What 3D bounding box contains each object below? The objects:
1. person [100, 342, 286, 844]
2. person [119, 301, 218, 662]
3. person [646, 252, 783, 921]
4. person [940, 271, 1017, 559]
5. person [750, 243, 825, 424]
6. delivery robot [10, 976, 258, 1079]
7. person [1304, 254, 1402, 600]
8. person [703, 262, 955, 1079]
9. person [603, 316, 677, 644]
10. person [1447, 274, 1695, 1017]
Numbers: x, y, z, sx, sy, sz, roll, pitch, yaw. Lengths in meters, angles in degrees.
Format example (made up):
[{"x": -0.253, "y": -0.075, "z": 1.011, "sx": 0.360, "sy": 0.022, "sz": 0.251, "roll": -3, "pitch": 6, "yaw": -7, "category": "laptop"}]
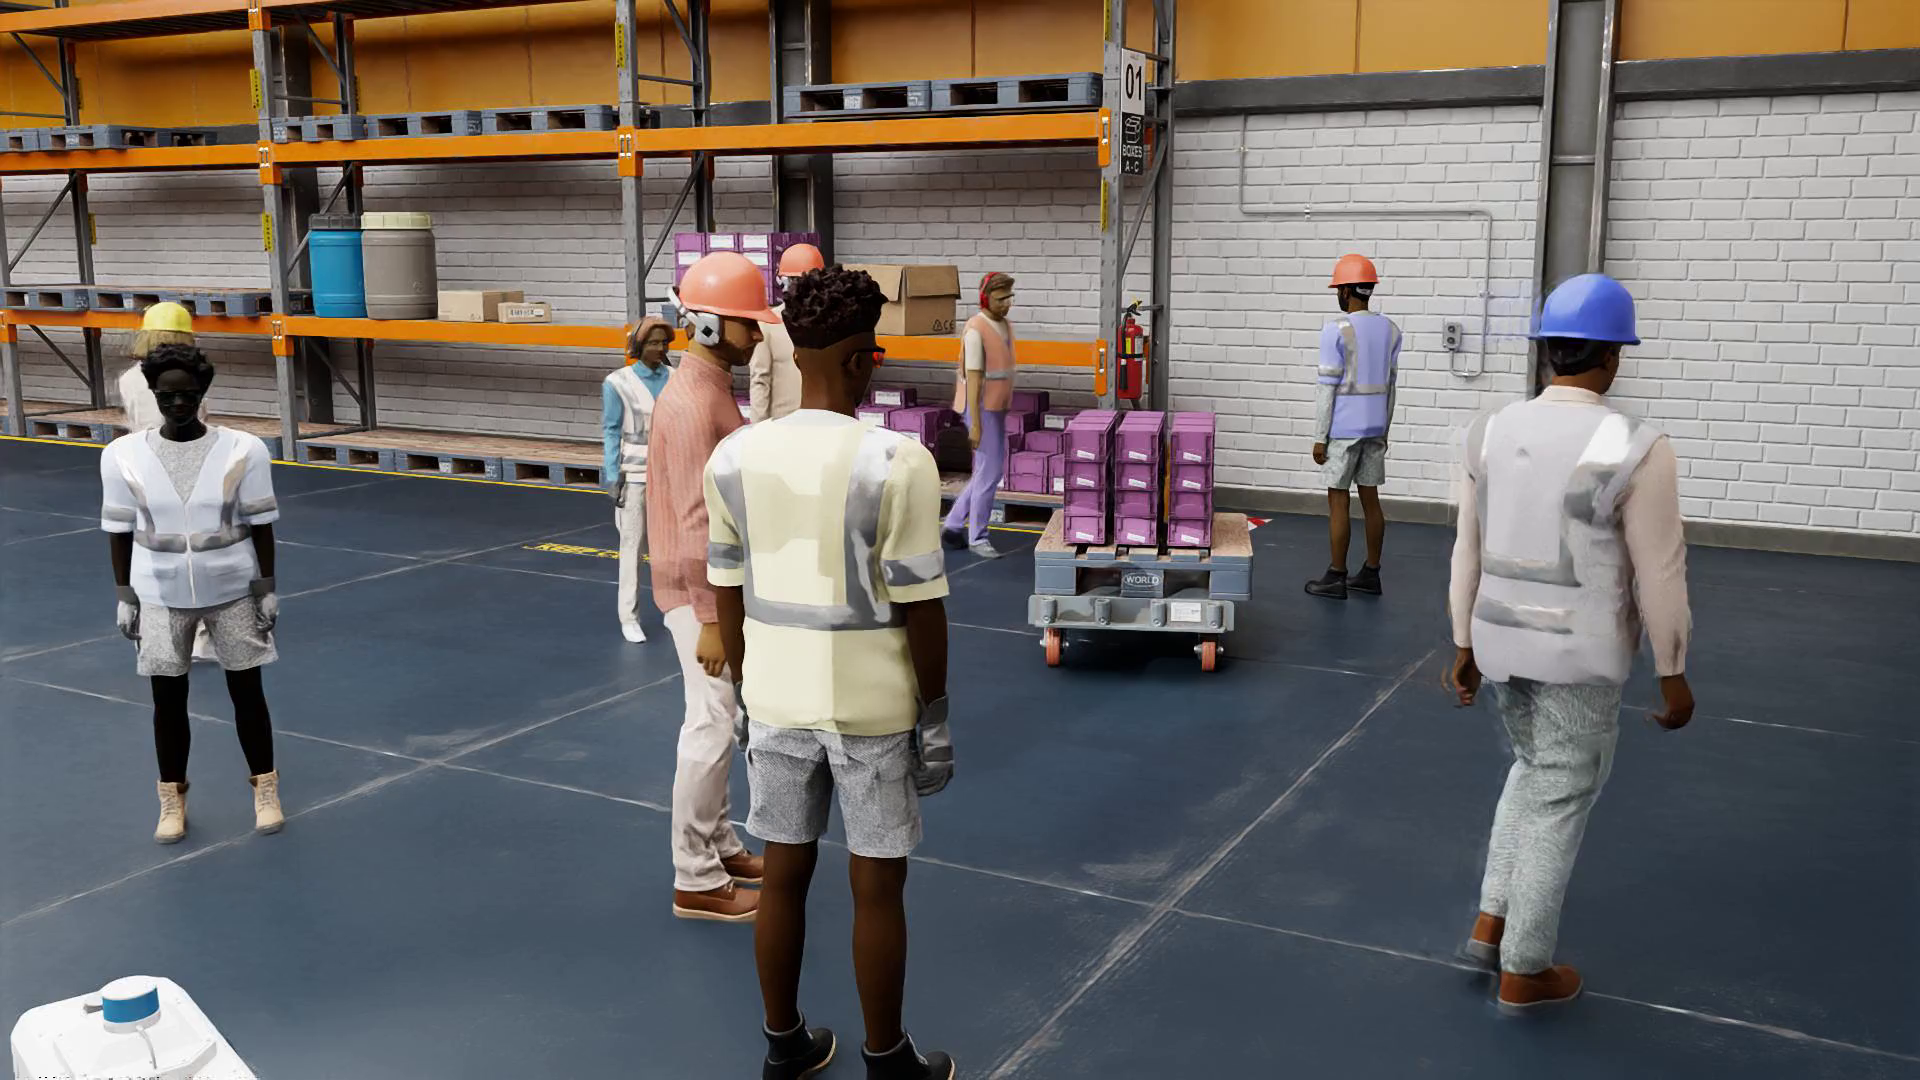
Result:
[{"x": -2.546, "y": 0.181, "z": 5.554, "sx": 0.539, "sy": 1.689, "sz": 0.330, "roll": -4, "pitch": 11, "yaw": -19, "category": "person"}, {"x": -3.658, "y": -0.257, "z": 7.830, "sx": 0.505, "sy": 1.719, "sz": 0.443, "roll": 3, "pitch": 11, "yaw": 15, "category": "person"}, {"x": -0.716, "y": 0.150, "z": 4.928, "sx": 0.410, "sy": 1.980, "sz": 0.632, "roll": -1, "pitch": 10, "yaw": -4, "category": "person"}, {"x": 0.112, "y": -0.794, "z": 10.569, "sx": 0.549, "sy": 1.810, "sz": 0.598, "roll": 4, "pitch": 11, "yaw": 22, "category": "person"}, {"x": -0.853, "y": -0.594, "z": 8.993, "sx": 0.616, "sy": 1.987, "sz": 0.399, "roll": -9, "pitch": 14, "yaw": -41, "category": "person"}, {"x": -1.627, "y": 1.111, "z": 3.301, "sx": 0.477, "sy": 0.478, "sz": 0.707, "roll": -8, "pitch": 13, "yaw": -39, "category": "delivery robot"}, {"x": 2.191, "y": -0.629, "z": 9.339, "sx": 0.543, "sy": 1.929, "sz": 0.386, "roll": -6, "pitch": 12, "yaw": -29, "category": "person"}, {"x": -0.282, "y": 0.361, "z": 3.799, "sx": 0.603, "sy": 1.966, "sz": 0.367, "roll": 5, "pitch": 11, "yaw": 25, "category": "person"}, {"x": -1.548, "y": -0.306, "z": 8.374, "sx": 0.527, "sy": 1.634, "sz": 0.315, "roll": -8, "pitch": 13, "yaw": -38, "category": "person"}, {"x": 1.588, "y": 0.286, "z": 4.326, "sx": 0.510, "sy": 1.928, "sz": 0.608, "roll": -6, "pitch": 12, "yaw": -28, "category": "person"}]
